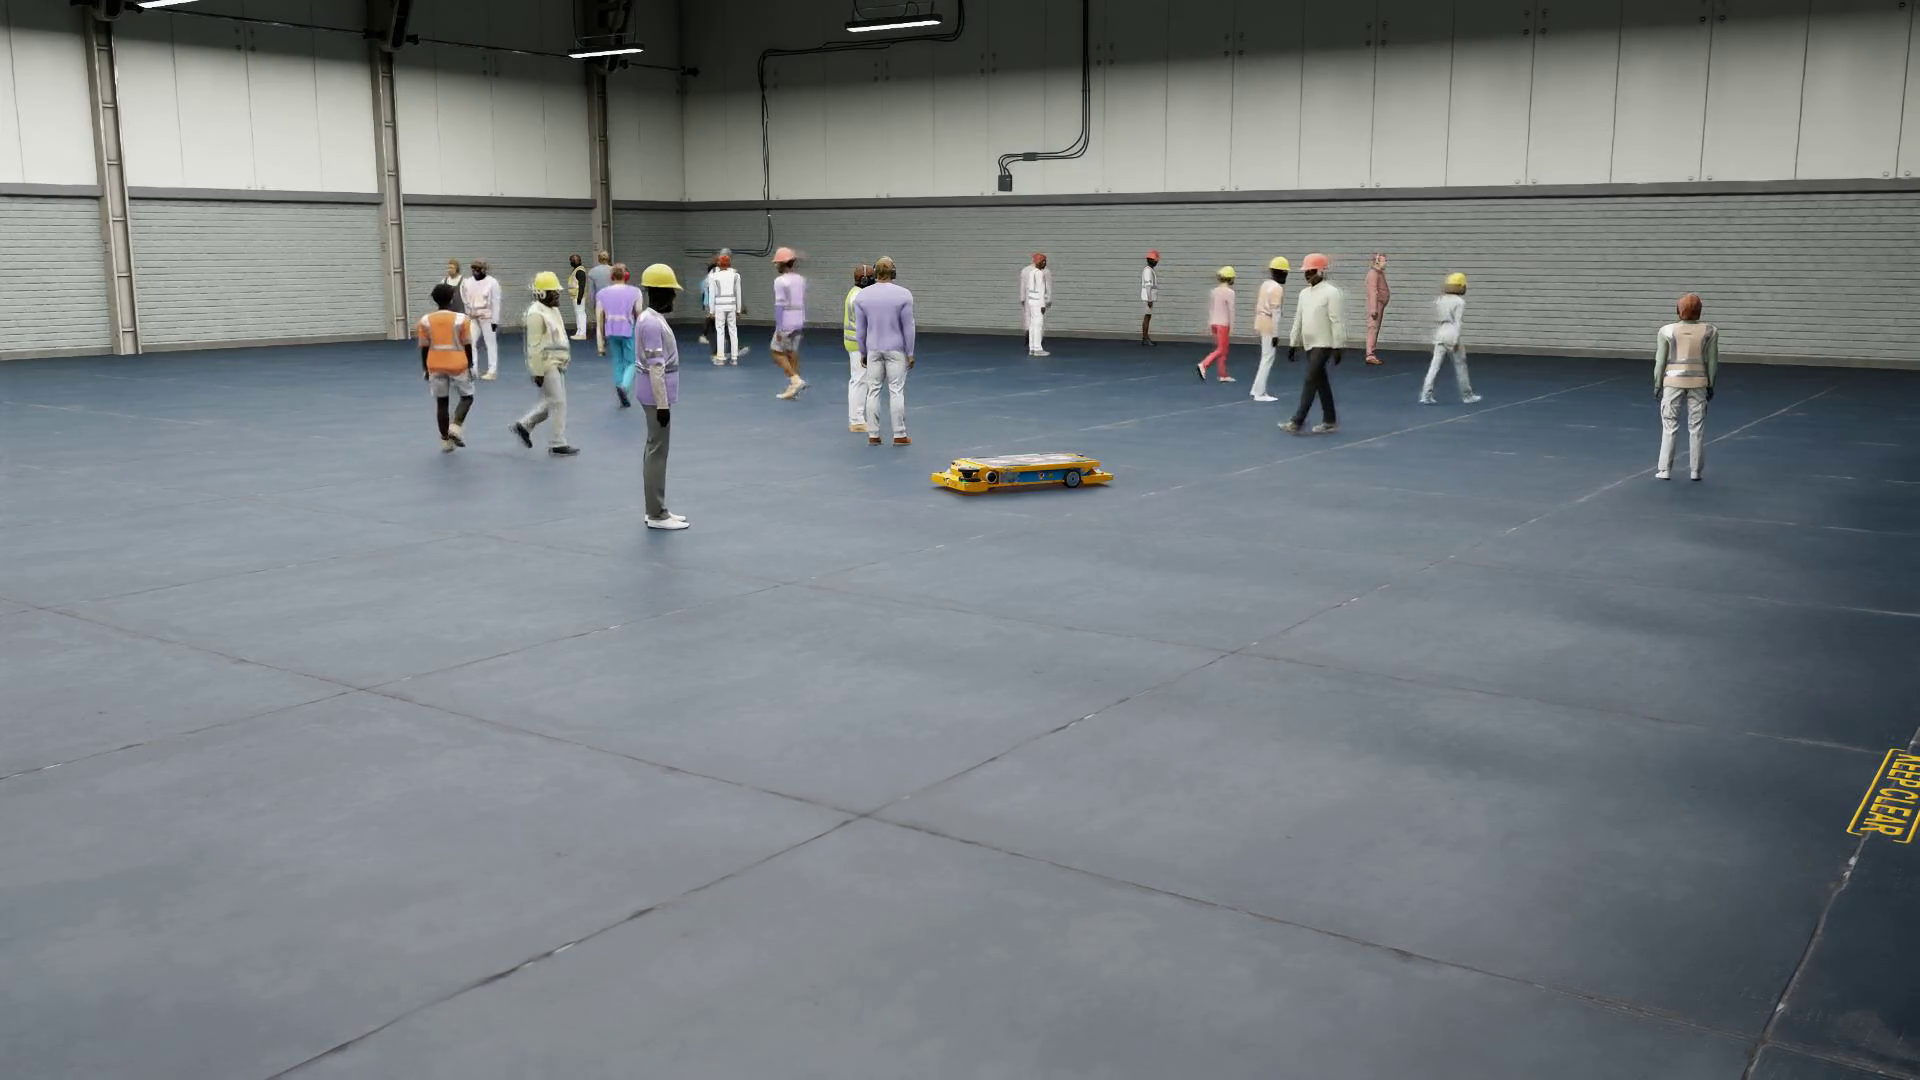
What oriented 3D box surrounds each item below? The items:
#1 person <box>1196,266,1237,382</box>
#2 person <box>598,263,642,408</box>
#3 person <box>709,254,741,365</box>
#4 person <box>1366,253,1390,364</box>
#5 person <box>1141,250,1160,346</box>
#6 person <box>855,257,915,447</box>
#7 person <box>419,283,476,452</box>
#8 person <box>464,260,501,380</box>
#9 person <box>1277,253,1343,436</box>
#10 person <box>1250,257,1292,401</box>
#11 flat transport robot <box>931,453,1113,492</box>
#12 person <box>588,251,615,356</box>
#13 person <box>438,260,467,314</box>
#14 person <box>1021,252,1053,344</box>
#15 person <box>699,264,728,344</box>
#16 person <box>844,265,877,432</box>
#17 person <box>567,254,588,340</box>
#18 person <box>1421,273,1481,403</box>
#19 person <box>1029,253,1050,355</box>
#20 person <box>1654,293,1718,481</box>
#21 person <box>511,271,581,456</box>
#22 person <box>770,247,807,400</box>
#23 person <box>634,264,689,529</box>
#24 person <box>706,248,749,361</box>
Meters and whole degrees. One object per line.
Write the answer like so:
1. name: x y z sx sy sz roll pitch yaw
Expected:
1. person: 3.841 -3.204 24.788 0.710 1.746 0.534 -5 11 -24
2. person: -4.240 -2.550 20.847 0.588 1.831 0.524 1 10 5
3. person: -4.019 -3.930 28.448 0.583 1.881 0.350 -5 11 -27
4. person: 7.199 -3.986 28.690 0.407 1.906 0.655 3 11 18
5. person: 3.860 -4.888 33.686 0.374 1.928 0.542 1 10 6
6. person: -0.757 -1.919 17.023 0.630 1.940 0.372 3 10 14
7. person: -5.083 -1.705 16.514 0.542 1.685 0.378 0 10 0
8. person: -7.275 -3.301 25.089 0.661 1.818 0.726 3 11 18
9. person: 3.760 -2.112 18.039 0.954 1.949 0.658 -4 11 -23
10. person: 4.111 -2.765 21.902 0.486 1.899 0.604 -2 10 -9
11. flat transport robot: 0.535 -0.592 14.260 1.431 0.197 0.652 -5 11 -26
12. person: -6.510 -4.346 30.618 0.629 1.940 0.373 1 10 4
13. person: -8.534 -3.816 28.059 0.514 1.794 0.974 4 11 19
14. person: 1.581 -4.981 34.307 0.671 1.891 0.473 2 10 12
15. person: -5.120 -4.881 34.430 0.547 1.648 0.886 10 14 44
16. person: -1.063 -2.105 18.365 0.430 1.837 0.626 -2 10 -9
17. person: -8.275 -5.254 35.997 0.429 1.838 0.622 -4 11 -21
18. person: 6.380 -2.610 21.585 0.890 1.695 0.492 -5 11 -27
19. person: 1.455 -4.364 30.900 0.354 1.874 0.573 -3 11 -16
20. person: 6.345 -1.330 14.561 0.511 1.641 0.308 3 10 15
21. person: -4.072 -1.719 16.264 0.615 1.807 0.596 0 10 1
22. person: -2.261 -2.839 21.953 0.461 2.029 0.608 6 12 31
23. person: -2.189 -1.044 12.150 0.362 1.928 0.587 -2 10 -12
24. person: -4.102 -4.219 29.622 0.692 2.000 1.027 10 14 44
